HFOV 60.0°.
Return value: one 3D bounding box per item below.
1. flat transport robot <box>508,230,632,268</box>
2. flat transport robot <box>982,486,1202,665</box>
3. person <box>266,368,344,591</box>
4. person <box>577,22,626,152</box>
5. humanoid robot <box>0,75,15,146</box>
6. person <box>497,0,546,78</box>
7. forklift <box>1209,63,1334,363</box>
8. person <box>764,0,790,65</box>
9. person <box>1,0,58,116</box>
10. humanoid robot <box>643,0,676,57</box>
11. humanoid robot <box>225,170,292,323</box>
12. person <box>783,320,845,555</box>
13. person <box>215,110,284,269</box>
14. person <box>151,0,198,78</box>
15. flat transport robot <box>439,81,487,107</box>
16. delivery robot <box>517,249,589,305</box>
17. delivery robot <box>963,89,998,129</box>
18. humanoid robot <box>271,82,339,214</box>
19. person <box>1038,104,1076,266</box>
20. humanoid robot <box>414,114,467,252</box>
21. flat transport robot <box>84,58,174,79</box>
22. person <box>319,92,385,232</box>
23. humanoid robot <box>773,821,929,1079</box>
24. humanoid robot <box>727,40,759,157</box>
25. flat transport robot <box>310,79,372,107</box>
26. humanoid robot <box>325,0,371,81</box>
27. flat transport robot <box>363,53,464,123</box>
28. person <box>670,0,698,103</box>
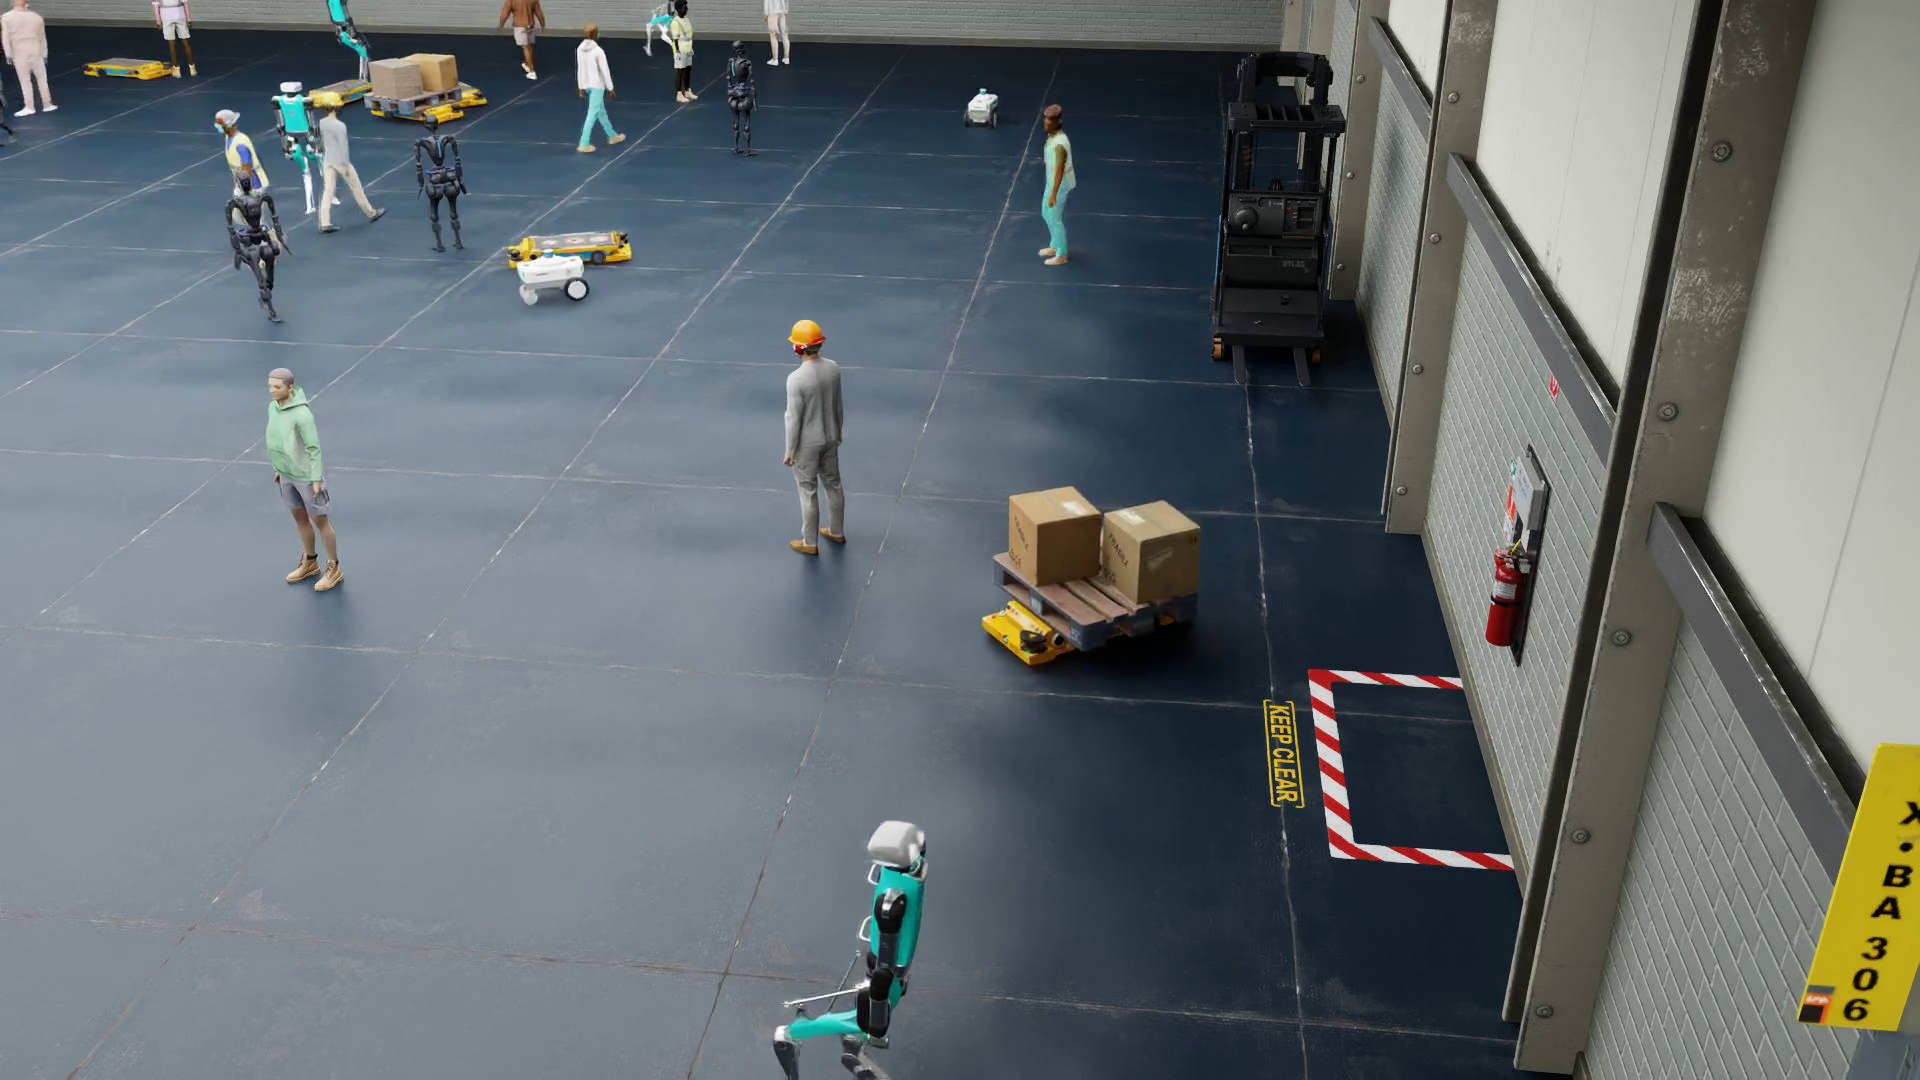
[{"bbox_3d":[-4.732,-3.522,20.169,1.431,0.231,0.659,-6,27,-12],"label":"flat transport robot"},{"bbox_3d":[0.935,0.521,12.099,1.431,0.231,0.659,-15,30,-27],"label":"flat transport robot"},{"bbox_3d":[-4.923,-0.466,12.423,0.480,1.743,0.341,14,30,26],"label":"person"},{"bbox_3d":[-5.467,-6.799,24.931,0.517,1.867,1.009,17,31,30],"label":"person"},{"bbox_3d":[-14.607,-6.747,25.034,0.585,1.637,0.466,1,27,1],"label":"humanoid robot"},{"bbox_3d":[-7.917,-9.285,29.944,0.798,1.814,0.911,-18,32,-32],"label":"person"},{"bbox_3d":[3.241,-3.477,17.183,1.129,2.768,1.873,3,27,6],"label":"forklift"},{"bbox_3d":[-3.405,-9.783,30.877,0.497,1.876,0.402,-16,31,-29],"label":"person"},{"bbox_3d":[-15.317,-7.931,27.200,0.401,1.865,0.801,23,35,38],"label":"person"},{"bbox_3d":[-5.751,-10.088,31.673,1.006,1.774,0.557,-4,27,-7],"label":"humanoid robot"},{"bbox_3d":[-7.622,-3.211,18.046,0.609,1.651,0.752,-23,35,-38],"label":"humanoid robot"},{"bbox_3d":[-1.139,-0.800,12.935,0.391,1.888,0.574,23,34,37],"label":"person"},{"bbox_3d":[-8.391,-4.147,19.633,0.491,1.876,0.539,-21,34,-36],"label":"person"},{"bbox_3d":[-14.123,-9.360,29.847,0.609,2.043,0.372,-16,31,-29],"label":"person"},{"bbox_3d":[-8.646,-7.584,28.279,0.659,0.231,1.431,-18,32,-32],"label":"flat transport robot"},{"bbox_3d":[-4.589,-2.973,18.775,0.811,0.613,0.499,-11,29,-21],"label":"delivery robot"},{"bbox_3d":[0.367,-6.895,26.574,0.499,0.586,0.773,6,27,12],"label":"delivery robot"},{"bbox_3d":[-8.575,-5.210,21.941,0.556,1.782,0.976,0,27,-1],"label":"humanoid robot"},{"bbox_3d":[1.135,-4.193,19.642,0.440,1.945,0.598,-4,27,-8],"label":"person"},{"bbox_3d":[-6.323,-4.353,20.252,0.609,1.648,0.309,-19,32,-33],"label":"humanoid robot"},{"bbox_3d":[-15.121,-8.564,30.235,1.431,0.231,0.659,8,28,16],"label":"flat transport robot"},{"bbox_3d":[-7.855,-4.799,21.094,0.536,1.709,0.956,16,31,28],"label":"person"},{"bbox_3d":[-0.561,2.015,7.531,1.015,1.772,0.533,5,27,9],"label":"humanoid robot"},{"bbox_3d":[-3.243,-6.553,24.631,0.599,1.659,0.315,21,33,35],"label":"humanoid robot"},{"bbox_3d":[-10.486,-7.595,28.302,0.659,0.231,1.431,9,28,17],"label":"flat transport robot"},{"bbox_3d":[-10.666,-8.858,29.272,0.543,1.862,0.757,18,32,31],"label":"humanoid robot"},{"bbox_3d":[-8.862,-7.022,27.156,1.431,0.231,0.659,15,30,27],"label":"flat transport robot"},{"bbox_3d":[-4.661,-8.251,28.023,0.321,1.688,0.528,9,28,18],"label":"person"}]
